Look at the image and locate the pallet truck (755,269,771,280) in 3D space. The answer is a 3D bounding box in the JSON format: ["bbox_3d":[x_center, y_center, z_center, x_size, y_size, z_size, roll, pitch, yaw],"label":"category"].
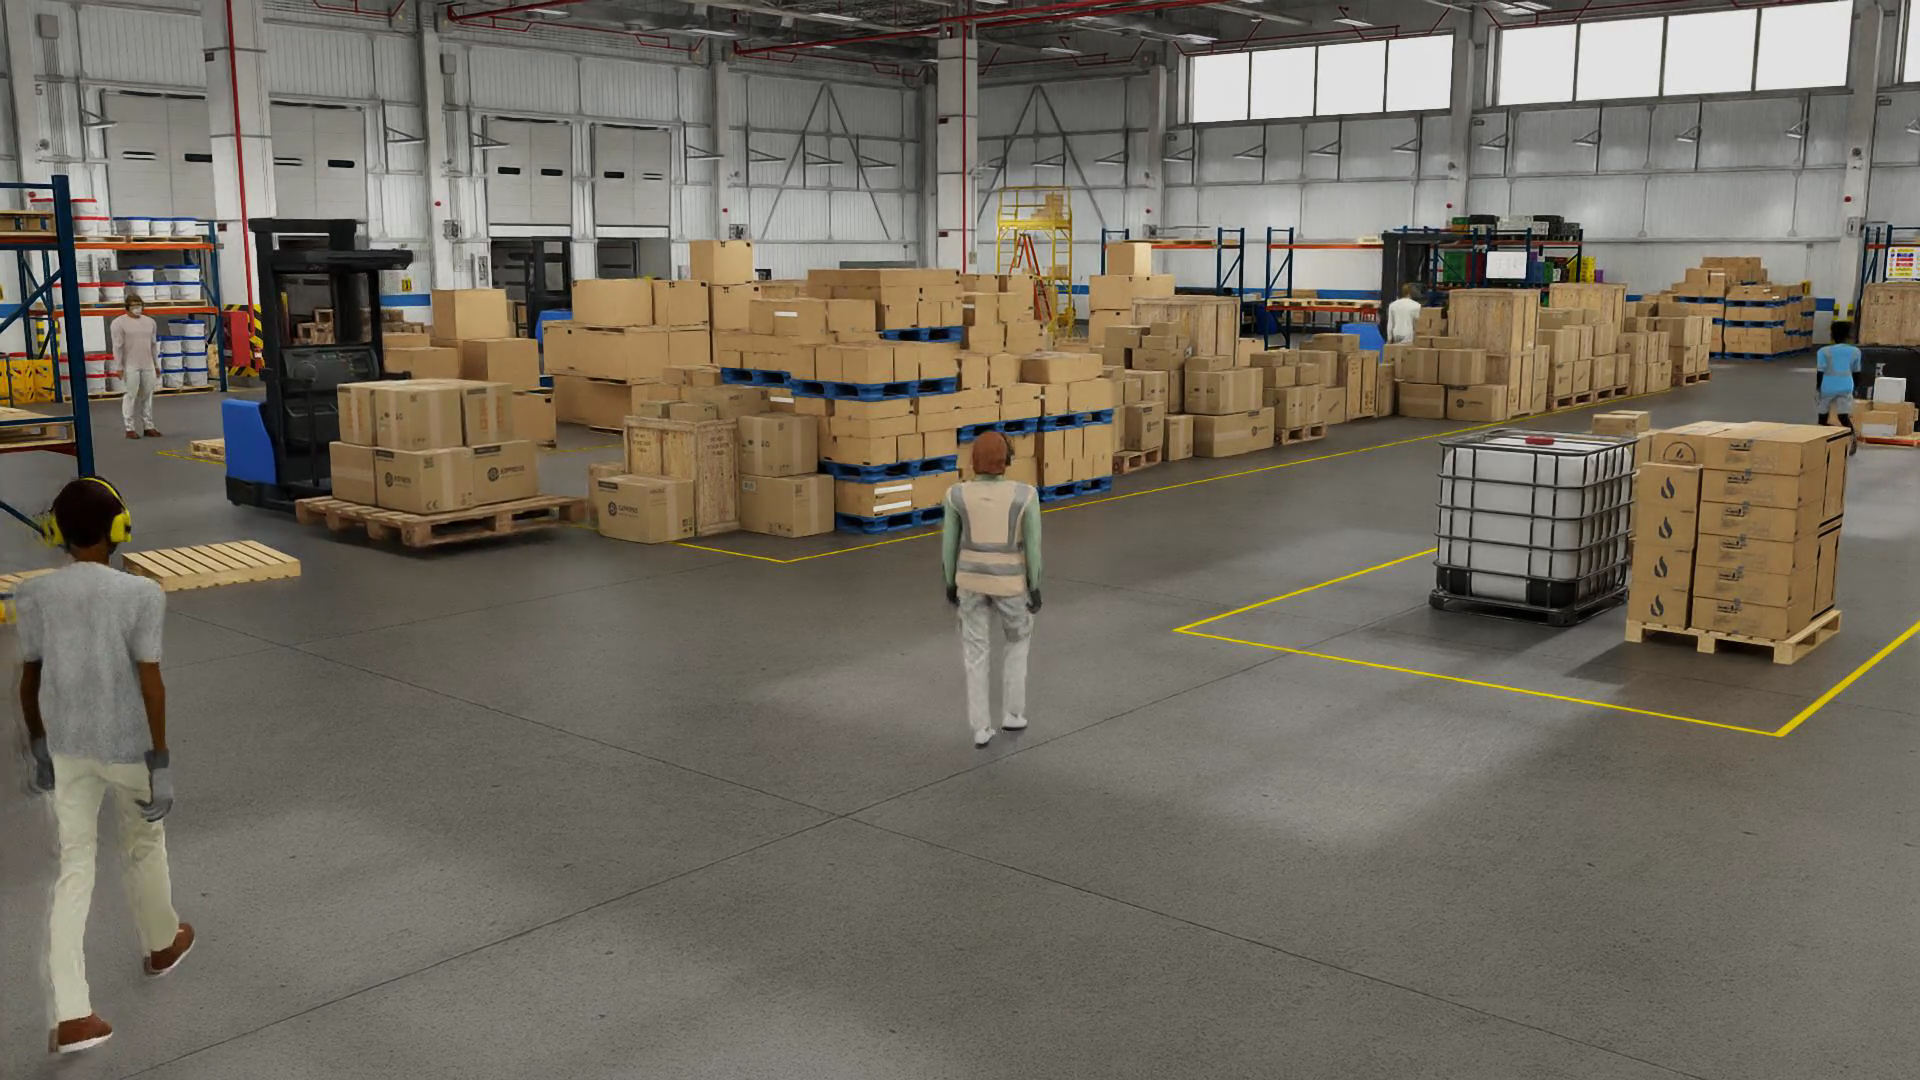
[{"bbox_3d":[-4.996,-6.432,45.525,1.885,1.965,0.823,-6,12,-32],"label":"pallet truck"}]

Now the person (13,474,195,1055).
[{"bbox_3d":[-2.838,0.697,5.474,0.526,1.823,1.006,-1,10,-7],"label":"person"}]

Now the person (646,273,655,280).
[{"bbox_3d":[-8.192,-5.974,43.213,0.775,1.904,0.609,0,10,0],"label":"person"}]

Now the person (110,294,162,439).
[{"bbox_3d":[-11.037,-2.326,22.320,0.351,1.936,0.634,6,12,31],"label":"person"}]

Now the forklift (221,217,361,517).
[{"bbox_3d":[-6.238,-1.689,16.006,1.873,2.768,1.129,8,13,40],"label":"forklift"}]

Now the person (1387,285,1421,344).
[{"bbox_3d":[8.112,-3.694,30.288,0.631,1.881,1.062,9,13,42],"label":"person"}]

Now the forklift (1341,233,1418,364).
[{"bbox_3d":[8.358,-4.466,31.817,1.873,2.768,1.129,8,13,40],"label":"forklift"}]

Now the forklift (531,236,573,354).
[{"bbox_3d":[-9.601,-5.790,39.356,1.873,2.768,1.129,8,13,40],"label":"forklift"}]

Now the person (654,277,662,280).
[{"bbox_3d":[-6.519,-4.725,36.020,0.641,1.928,0.386,-5,11,-25],"label":"person"}]

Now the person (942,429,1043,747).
[{"bbox_3d":[0.181,0.233,8.613,0.540,1.619,0.560,2,10,12],"label":"person"}]

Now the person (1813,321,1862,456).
[{"bbox_3d":[10.644,-1.813,20.145,0.540,1.681,0.653,0,10,3],"label":"person"}]
